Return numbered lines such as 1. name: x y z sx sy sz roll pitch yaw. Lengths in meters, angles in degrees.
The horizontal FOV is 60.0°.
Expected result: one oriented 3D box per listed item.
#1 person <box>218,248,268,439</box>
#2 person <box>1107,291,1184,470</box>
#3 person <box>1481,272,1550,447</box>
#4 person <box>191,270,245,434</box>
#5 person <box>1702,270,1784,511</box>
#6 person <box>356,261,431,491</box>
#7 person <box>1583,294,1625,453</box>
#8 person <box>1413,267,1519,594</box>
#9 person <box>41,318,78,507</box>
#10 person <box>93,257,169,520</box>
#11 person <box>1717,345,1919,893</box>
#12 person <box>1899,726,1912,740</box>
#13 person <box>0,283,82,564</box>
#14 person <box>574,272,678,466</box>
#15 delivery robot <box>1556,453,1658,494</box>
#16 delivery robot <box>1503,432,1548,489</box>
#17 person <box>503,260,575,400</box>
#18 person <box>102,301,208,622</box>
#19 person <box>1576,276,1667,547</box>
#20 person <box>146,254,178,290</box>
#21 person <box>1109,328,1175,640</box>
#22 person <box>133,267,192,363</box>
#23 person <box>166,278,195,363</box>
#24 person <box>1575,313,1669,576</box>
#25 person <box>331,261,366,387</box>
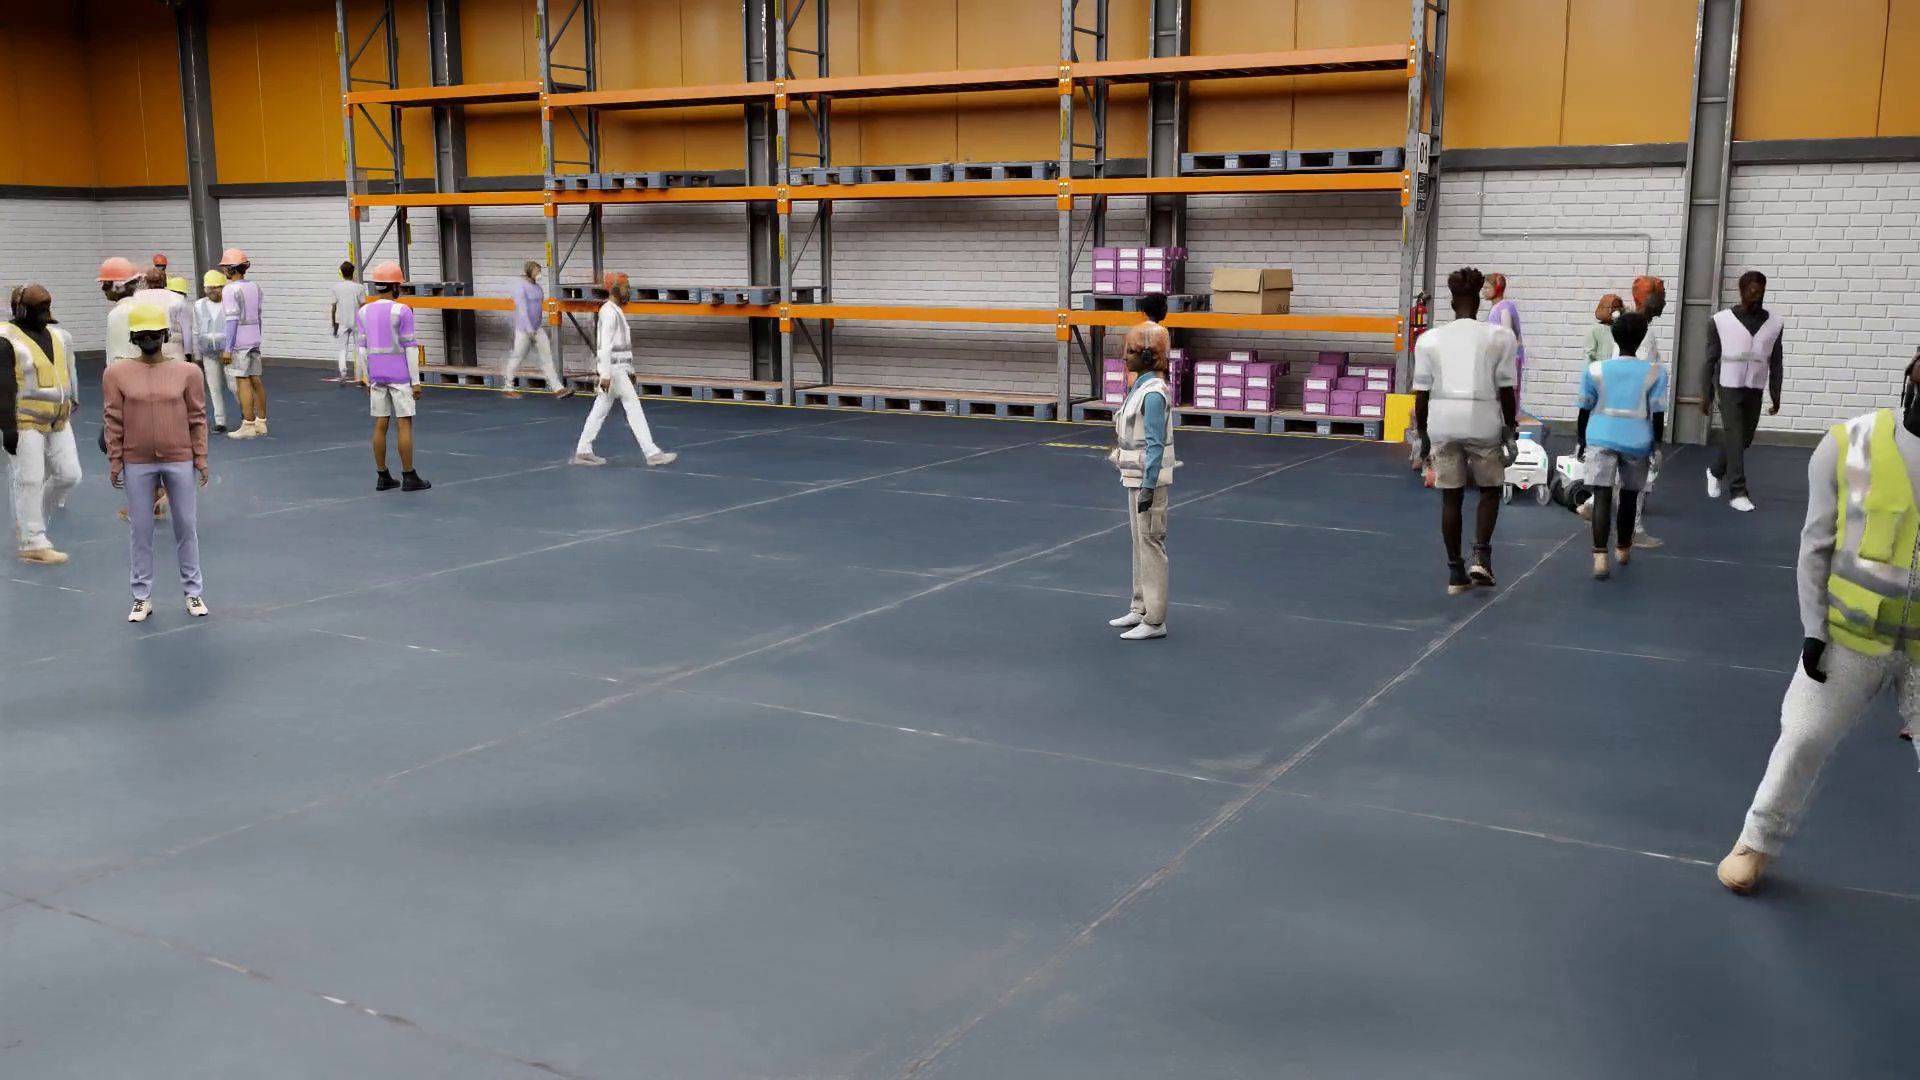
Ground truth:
1. person: -7.748 -2.109 17.927 0.377 2.045 0.605 1 10 8
2. person: 1.707 -1.450 15.280 0.836 1.666 0.538 -4 11 -23
3. person: 5.358 -1.691 16.208 0.721 1.819 0.587 0 10 2
4. person: -8.184 -2.088 18.464 0.601 1.814 0.526 -1 10 -5
5. person: 6.232 -1.211 13.310 0.599 1.888 0.903 0 10 -1
6. person: -4.798 -1.376 14.076 0.542 1.939 0.364 3 10 17
7. person: 5.941 -1.443 15.319 0.500 1.633 0.280 -5 11 -25
8. person: 3.013 -0.647 9.923 0.634 1.942 0.425 5 11 25
9. person: -7.352 -1.139 13.348 0.497 1.716 0.733 -5 11 -27
10. person: -6.225 -1.117 12.481 0.435 1.980 0.652 -1 10 -4
11. person: 2.806 0.291 5.029 0.820 1.810 0.530 5 11 27
12. person: 4.226 -0.071 6.776 0.652 1.906 0.403 10 14 44
13. person: -6.026 -0.752 10.845 0.436 1.828 0.640 2 10 12
14. person: -3.215 -1.600 15.655 0.980 1.832 0.598 -1 10 -8
15. delivery robot: 5.048 -0.537 12.978 0.707 0.478 0.477 1 10 5
16. delivery robot: 4.593 -0.637 13.542 0.477 0.478 0.707 3 10 16
17. person: -5.765 -2.817 22.434 1.051 1.883 0.641 4 11 21
18. person: -4.443 -0.433 9.226 0.522 1.769 0.311 -5 11 -25
19. person: 4.638 -0.879 11.477 0.471 1.873 0.606 3 10 14
20. person: -13.471 -3.864 28.158 0.550 1.937 0.365 -8 13 -39
21. person: 0.977 -0.295 8.800 0.308 1.641 0.517 -1 10 -3
22. person: -8.773 -2.070 18.280 0.625 1.844 0.429 -3 11 -19
23. person: -8.873 -2.108 18.861 0.537 1.701 0.948 -8 13 -38
24. person: 4.175 -0.606 10.535 0.540 1.652 0.857 4 11 22
25. person: -8.924 -3.157 24.389 0.552 1.857 0.611 -2 10 -10
